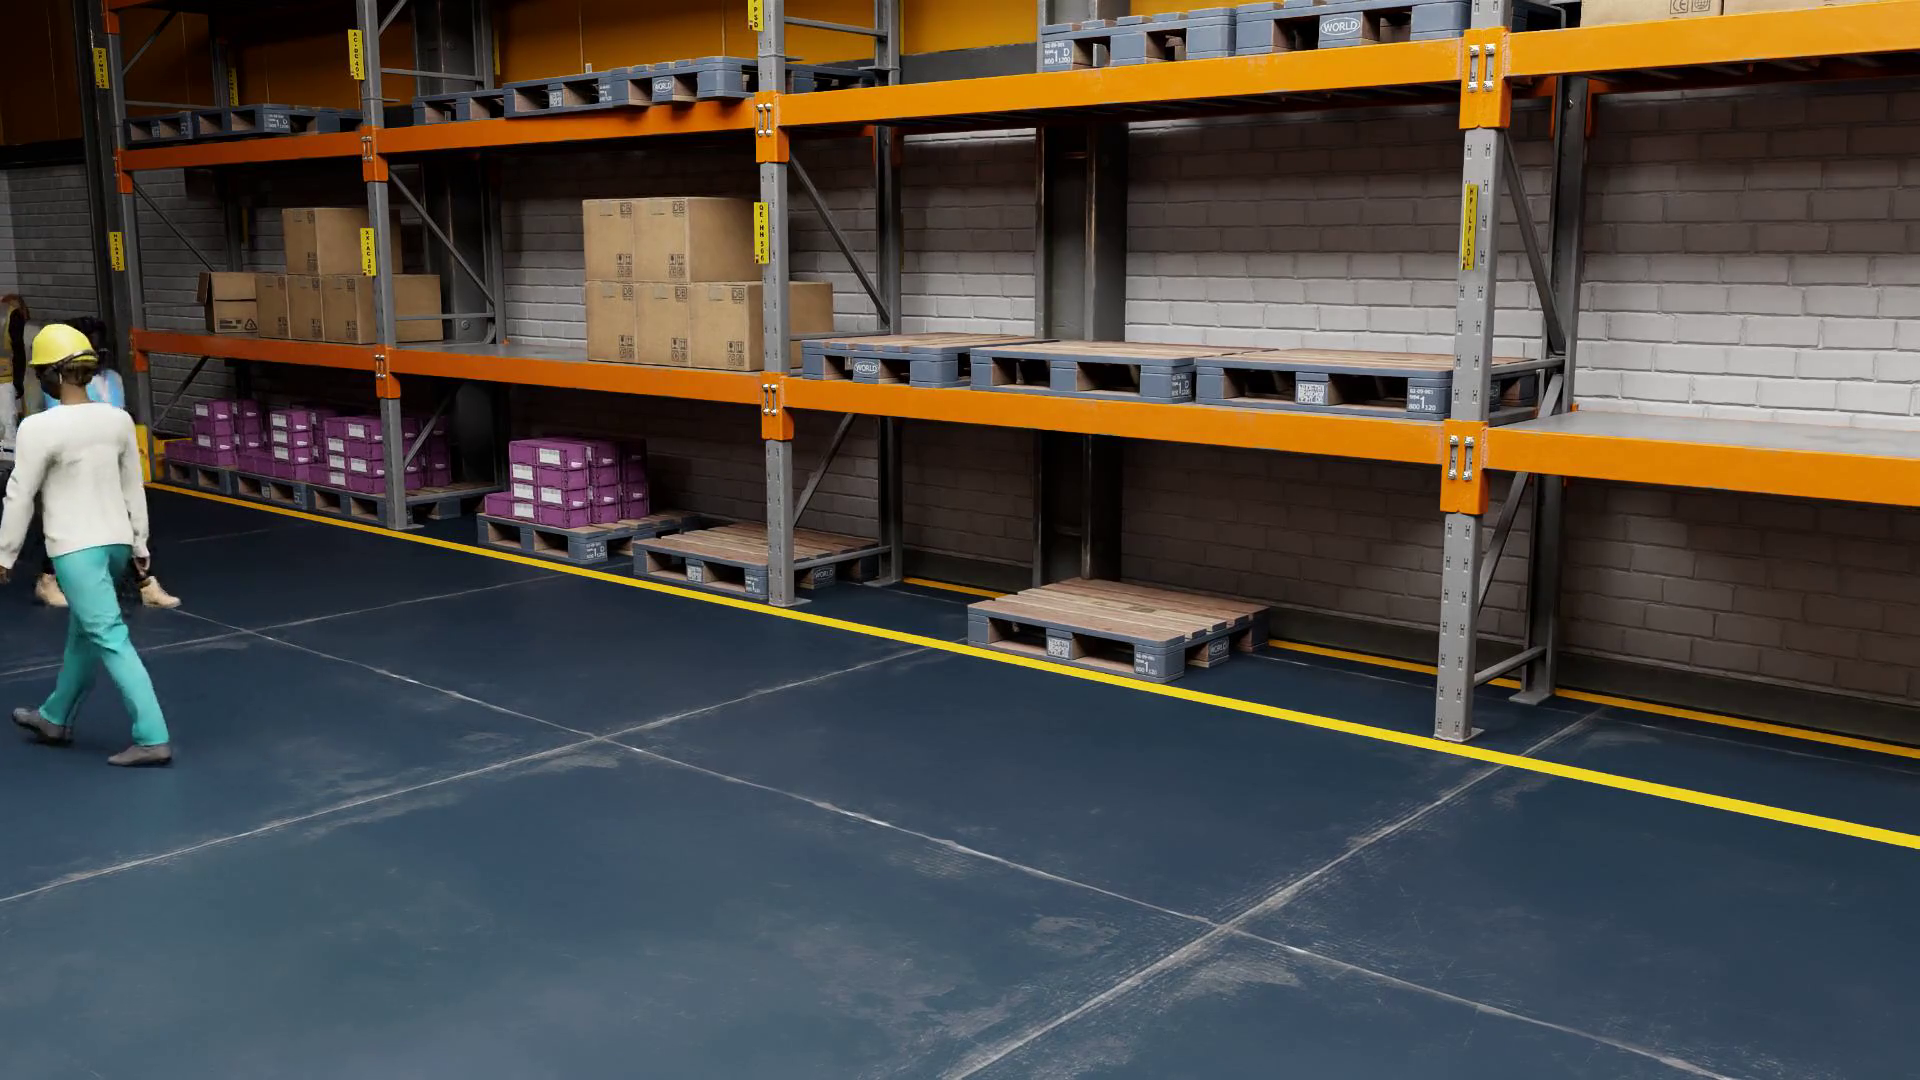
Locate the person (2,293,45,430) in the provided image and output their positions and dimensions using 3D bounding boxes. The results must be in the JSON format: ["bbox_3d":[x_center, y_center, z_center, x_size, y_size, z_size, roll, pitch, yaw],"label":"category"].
[{"bbox_3d":[-8.510,-1.418,15.026,0.518,1.619,0.576,-5,11,-27],"label":"person"}]

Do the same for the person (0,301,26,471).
[{"bbox_3d":[-8.209,-1.347,14.010,0.627,1.847,0.429,-3,10,-16],"label":"person"}]

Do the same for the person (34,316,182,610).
[{"bbox_3d":[-4.854,-0.421,9.273,0.867,1.651,0.545,3,10,15],"label":"person"}]

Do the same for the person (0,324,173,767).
[{"bbox_3d":[-3.489,0.030,6.499,0.889,1.721,0.540,3,10,14],"label":"person"}]

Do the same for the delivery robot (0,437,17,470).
[{"bbox_3d":[-7.707,-0.726,13.876,0.707,0.478,0.477,7,12,35],"label":"delivery robot"}]
